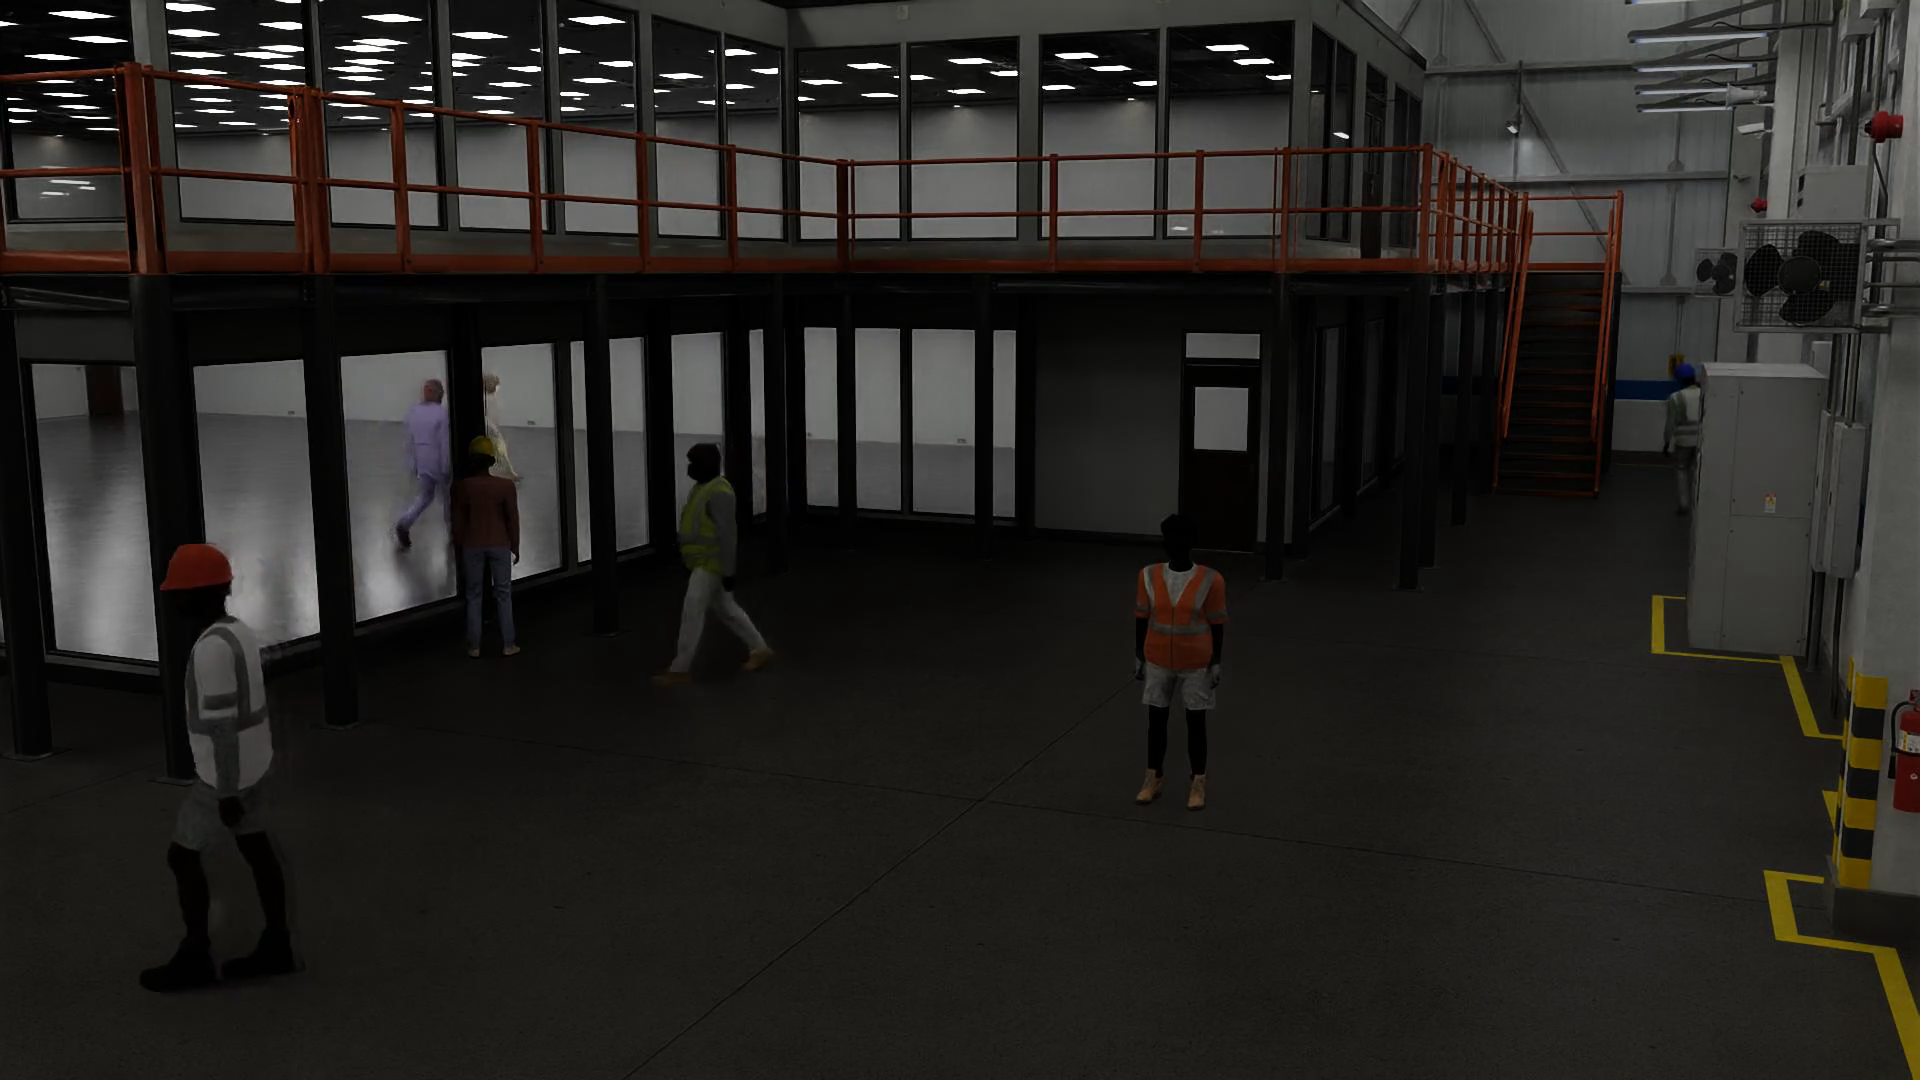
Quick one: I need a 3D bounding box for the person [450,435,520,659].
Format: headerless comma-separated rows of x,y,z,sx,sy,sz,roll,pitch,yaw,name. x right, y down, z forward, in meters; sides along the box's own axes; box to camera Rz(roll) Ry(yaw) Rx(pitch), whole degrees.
-3.735,0.060,13.118,0.527,1.772,0.306,-2,9,-10,person

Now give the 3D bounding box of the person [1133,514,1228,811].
1.237,0.692,9.443,0.541,1.695,0.316,4,10,22,person

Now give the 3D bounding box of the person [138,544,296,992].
-3.240,0.967,7.066,0.750,1.912,0.579,-2,9,-10,person

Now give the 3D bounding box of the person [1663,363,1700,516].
9.082,-1.237,20.681,0.671,1.910,0.425,0,9,1,person

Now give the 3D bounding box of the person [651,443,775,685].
-1.832,0.162,12.418,0.950,1.806,0.631,-3,10,-20,person
